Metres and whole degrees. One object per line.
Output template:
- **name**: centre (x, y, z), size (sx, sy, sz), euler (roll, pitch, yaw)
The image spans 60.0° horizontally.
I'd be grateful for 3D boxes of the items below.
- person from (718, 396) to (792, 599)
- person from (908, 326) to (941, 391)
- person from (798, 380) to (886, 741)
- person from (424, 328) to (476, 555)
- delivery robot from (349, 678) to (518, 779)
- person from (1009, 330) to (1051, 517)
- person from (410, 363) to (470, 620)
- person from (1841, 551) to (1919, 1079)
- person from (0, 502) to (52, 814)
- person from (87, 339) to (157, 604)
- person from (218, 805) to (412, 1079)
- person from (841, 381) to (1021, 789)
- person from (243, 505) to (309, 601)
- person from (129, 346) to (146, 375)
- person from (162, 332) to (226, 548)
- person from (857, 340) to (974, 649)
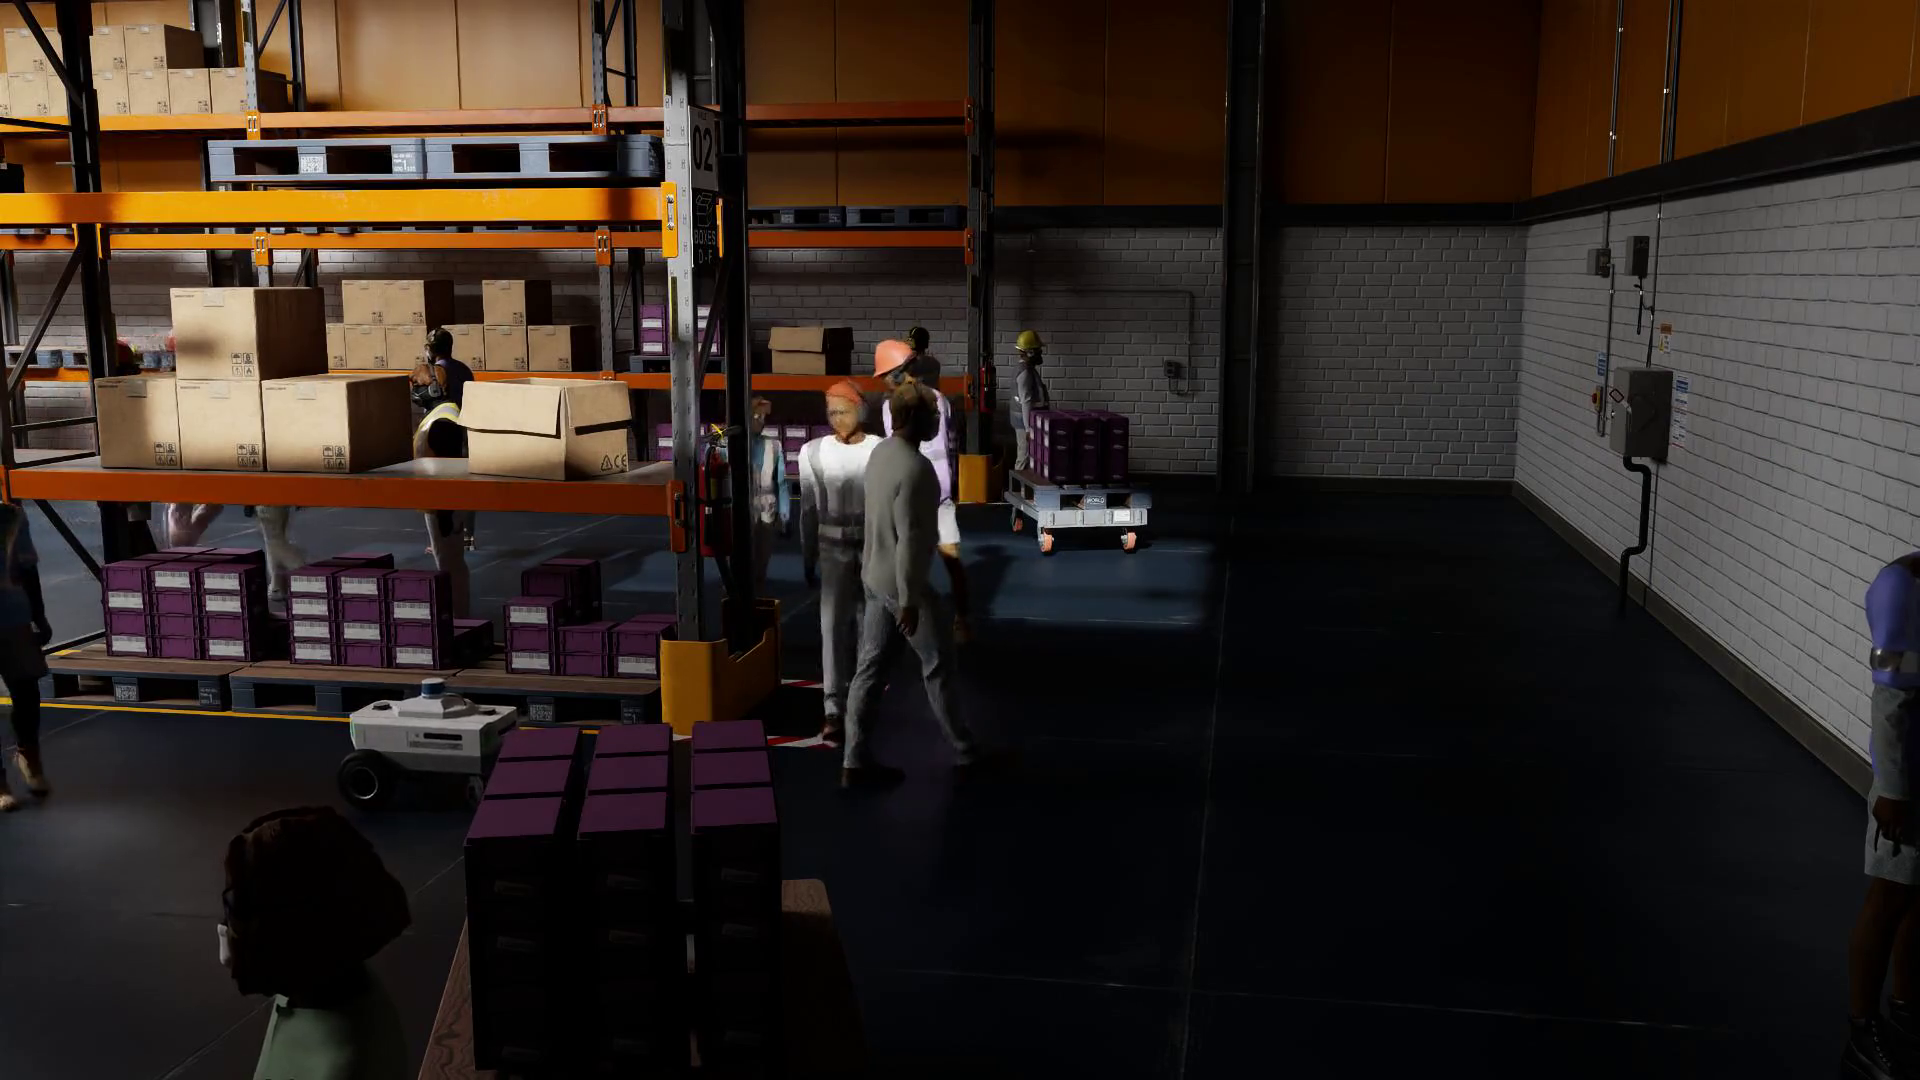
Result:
- **person**: centre (-1.316, -0.105, 10.600), size (0.553, 1.621, 0.382), euler (-9, 13, -43)
- **person**: centre (-0.401, -1.215, 16.785), size (0.327, 1.867, 0.524), euler (8, 12, 41)
- **person**: centre (-0.536, 0.112, 8.594), size (0.599, 1.842, 0.941), euler (0, 9, -1)
- **person**: centre (-4.374, -0.836, 14.187), size (0.357, 1.937, 0.637), euler (3, 10, 16)
- **delivery robot**: centre (-2.387, 0.873, 7.571), size (0.707, 0.478, 0.477), euler (2, 9, 10)
- **person**: centre (0.691, -1.148, 16.438), size (0.404, 1.835, 0.597), euler (0, 9, -2)
- **person**: centre (-3.332, -0.215, 10.668), size (0.429, 1.836, 0.625), euler (-3, 10, -19)
- **person**: centre (2.879, 0.671, 4.872), size (0.542, 1.929, 0.369), euler (-5, 11, -31)
- **person**: centre (-4.301, 0.406, 7.320), size (0.564, 1.662, 0.419), euler (-7, 12, -39)
- **person**: centre (-5.978, -0.466, 11.892), size (0.545, 1.939, 0.354), euler (9, 13, 43)
- **person**: centre (-0.938, 1.194, 2.536), size (0.270, 1.632, 0.504), euler (-5, 11, -30)
- **person**: centre (-0.144, 0.215, 7.772), size (0.931, 1.899, 0.643), euler (-4, 10, -22)
- **person**: centre (-4.869, -0.312, 11.993), size (0.693, 1.612, 0.542), euler (2, 9, 13)
- **person**: centre (-7.423, -0.844, 14.833), size (0.393, 1.753, 0.526), euler (-8, 12, -42)
- **person**: centre (-5.952, -0.635, 12.826), size (0.426, 1.980, 0.635), euler (0, 9, 0)
- **person**: centre (-0.260, -0.300, 10.734), size (0.904, 1.969, 0.779), euler (8, 12, 42)
